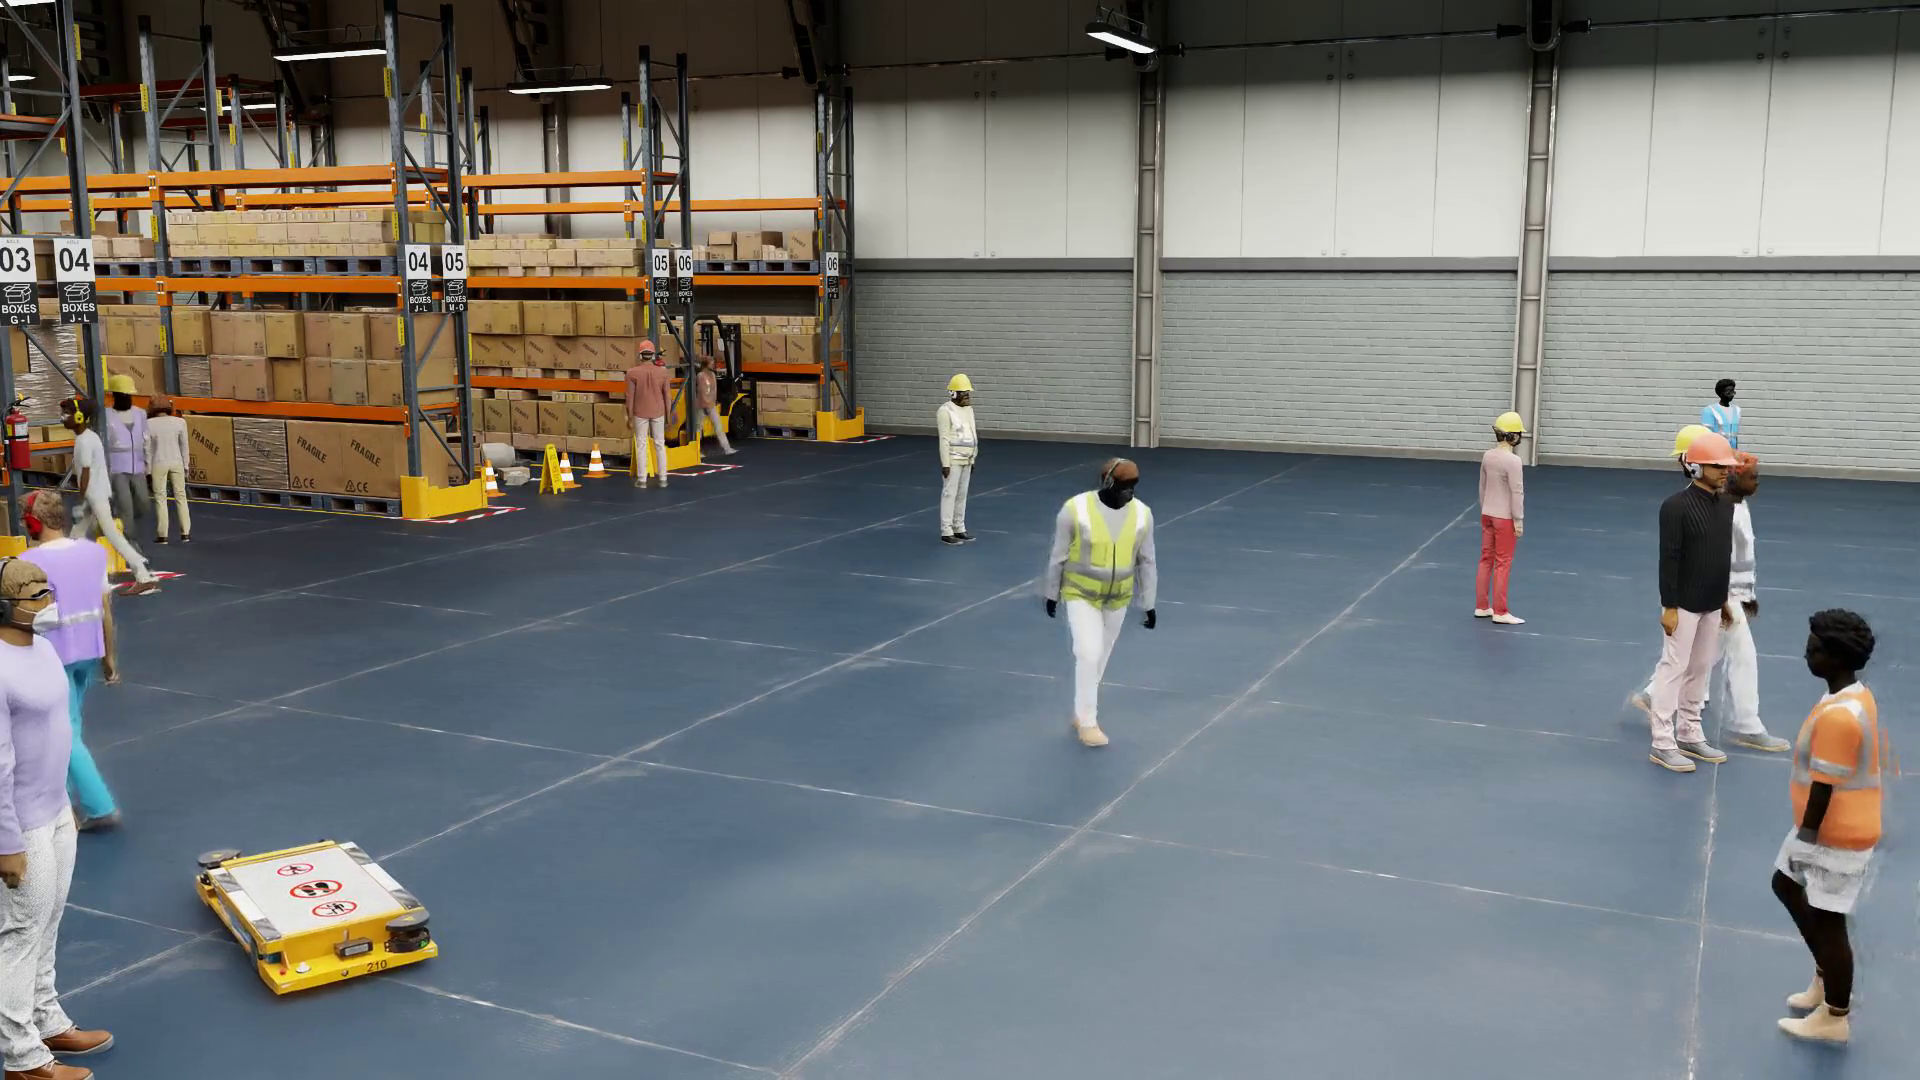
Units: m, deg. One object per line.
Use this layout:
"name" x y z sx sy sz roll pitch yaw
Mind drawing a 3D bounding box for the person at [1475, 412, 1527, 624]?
"person" 4.537 -0.185 13.886 0.313 1.767 0.533 -3 10 -15

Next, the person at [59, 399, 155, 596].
"person" -7.768 -0.359 14.850 1.019 1.813 0.517 -5 11 -30

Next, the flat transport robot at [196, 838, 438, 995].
"flat transport robot" -2.891 1.619 7.397 0.652 0.197 1.431 -7 11 -36

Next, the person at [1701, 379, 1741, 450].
"person" 8.756 -1.012 19.165 0.530 1.697 0.322 -3 10 -20

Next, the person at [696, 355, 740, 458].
"person" -3.845 -2.058 25.851 0.823 1.595 0.545 4 10 21

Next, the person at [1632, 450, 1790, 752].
"person" 4.710 0.350 10.362 0.910 1.855 0.592 6 11 32

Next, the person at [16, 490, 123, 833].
"person" -4.727 0.635 8.723 0.796 1.816 0.586 3 10 20

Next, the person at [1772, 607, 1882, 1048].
"person" 3.288 1.093 6.315 0.374 1.684 0.536 5 11 29

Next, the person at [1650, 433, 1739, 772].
"person" 4.364 0.359 9.852 0.608 1.995 0.377 -6 11 -32

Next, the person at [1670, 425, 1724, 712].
"person" 4.907 0.188 11.130 0.379 1.919 0.586 6 11 34

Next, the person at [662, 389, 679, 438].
"person" -4.698 -2.265 26.254 0.434 1.888 0.674 2 10 13

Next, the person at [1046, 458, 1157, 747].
"person" 0.896 0.376 10.385 0.651 1.789 0.737 -3 10 -19

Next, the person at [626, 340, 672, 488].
"person" -4.204 -1.695 22.447 0.622 1.992 0.396 -4 10 -22

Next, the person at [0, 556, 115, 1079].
"person" -3.354 1.015 6.005 0.373 1.940 0.628 -2 9 -12

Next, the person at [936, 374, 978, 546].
"person" -0.012 -0.865 17.852 0.403 1.831 0.595 5 11 30

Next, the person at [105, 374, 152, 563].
"person" -8.432 -0.724 16.750 0.610 1.909 0.595 5 11 29

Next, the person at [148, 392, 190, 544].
"person" -8.546 -0.773 17.896 0.497 1.633 0.287 -9 13 -42
